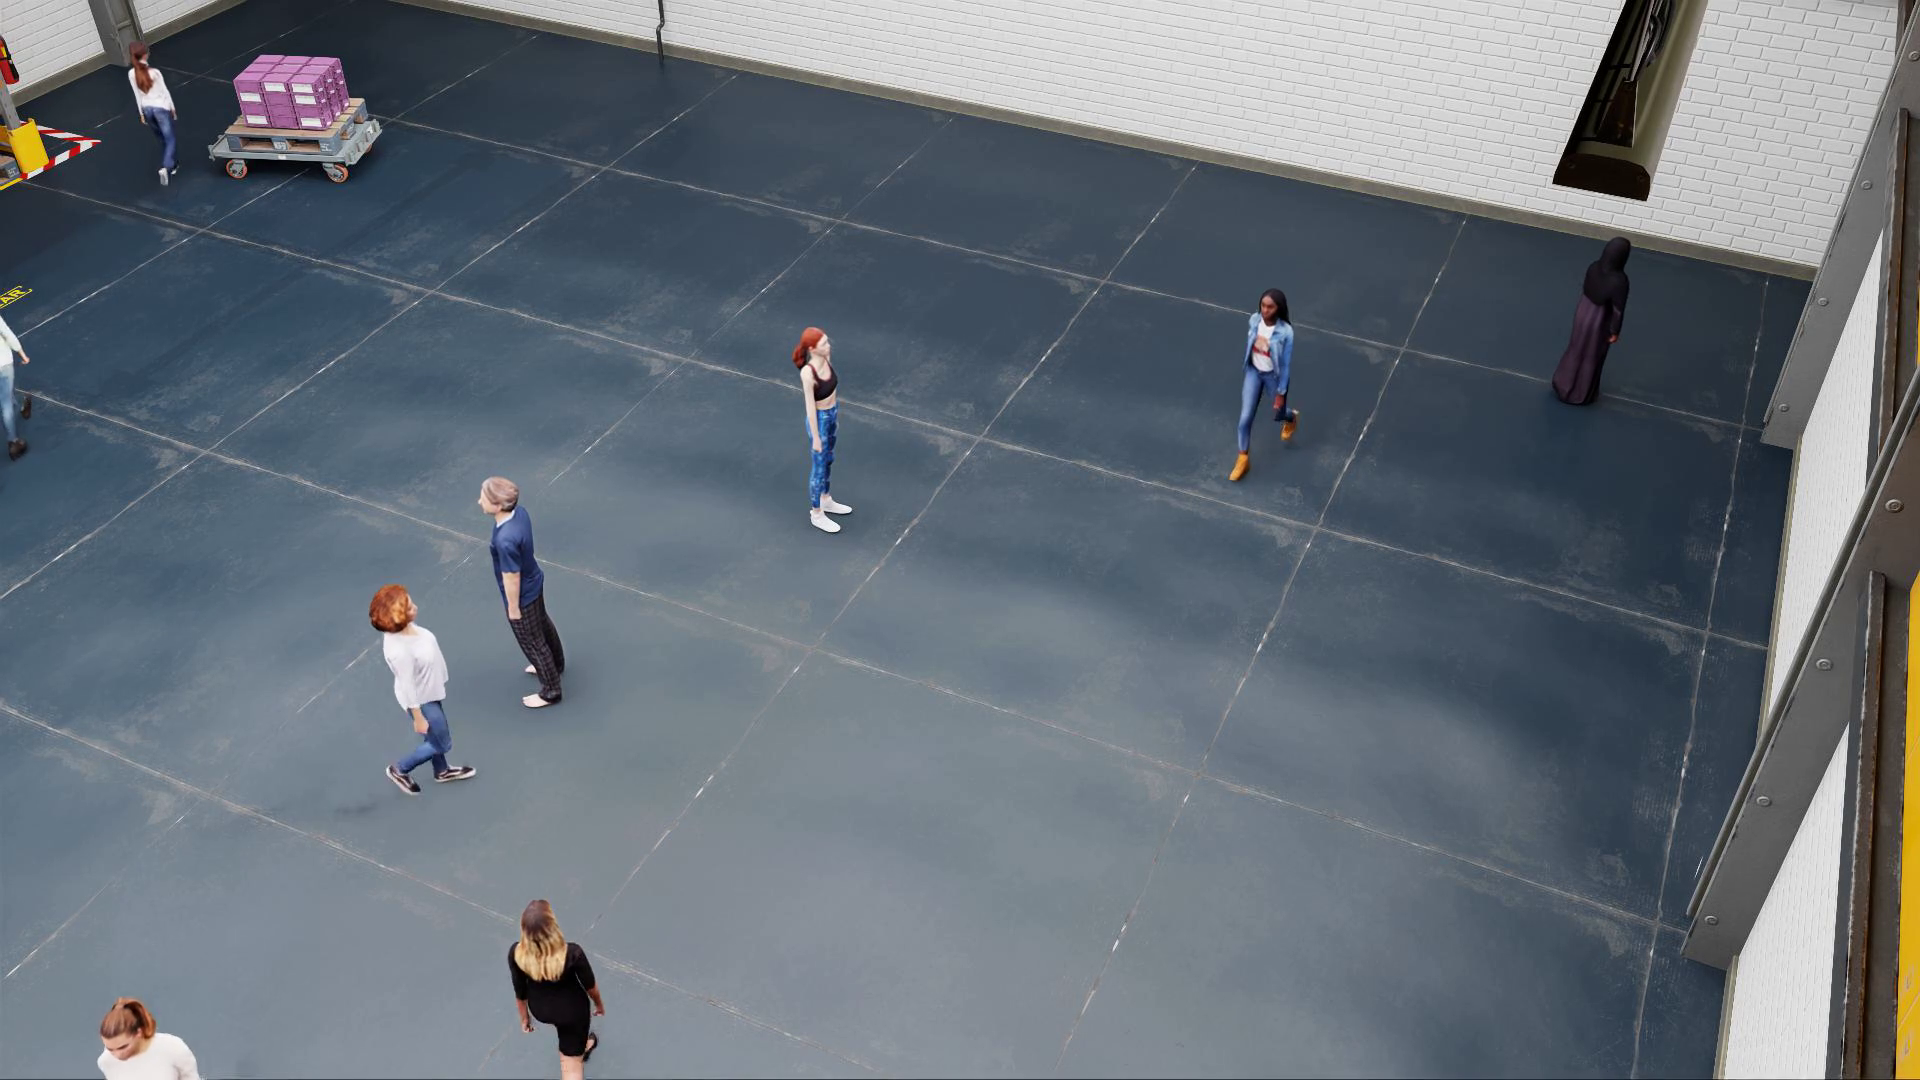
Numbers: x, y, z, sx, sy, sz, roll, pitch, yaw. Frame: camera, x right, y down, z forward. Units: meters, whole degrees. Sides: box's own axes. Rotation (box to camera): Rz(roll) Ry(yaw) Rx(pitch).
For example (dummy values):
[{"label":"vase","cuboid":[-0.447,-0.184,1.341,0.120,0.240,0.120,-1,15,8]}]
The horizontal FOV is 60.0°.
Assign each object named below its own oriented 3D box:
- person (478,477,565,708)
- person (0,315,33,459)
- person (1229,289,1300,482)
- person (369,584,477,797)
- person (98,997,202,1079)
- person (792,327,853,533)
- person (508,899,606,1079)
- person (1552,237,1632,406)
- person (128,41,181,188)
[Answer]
[{"label":"person","cuboid":[-3.004,0.332,11.446,0.796,1.868,0.675,-4,39,-5]},{"label":"person","cuboid":[-8.084,-1.430,13.860,0.972,1.609,1.121,-7,39,-8]},{"label":"person","cuboid":[2.572,-1.330,13.678,0.771,1.681,1.165,26,45,28]},{"label":"person","cuboid":[-3.581,0.998,10.742,0.911,1.706,0.861,-6,39,-8]},{"label":"person","cuboid":[-3.968,2.842,8.452,0.976,1.683,1.128,-6,39,-8]},{"label":"person","cuboid":[-1.080,-0.882,13.036,0.651,1.782,0.555,11,40,14]},{"label":"person","cuboid":[-2.131,2.582,8.812,0.831,1.640,1.138,3,39,3]},{"label":"person","cuboid":[5.511,-1.919,14.468,0.835,1.615,0.788,-17,42,-20]},{"label":"person","cuboid":[-8.622,-4.535,17.809,0.823,1.534,1.059,-2,39,-3]}]
